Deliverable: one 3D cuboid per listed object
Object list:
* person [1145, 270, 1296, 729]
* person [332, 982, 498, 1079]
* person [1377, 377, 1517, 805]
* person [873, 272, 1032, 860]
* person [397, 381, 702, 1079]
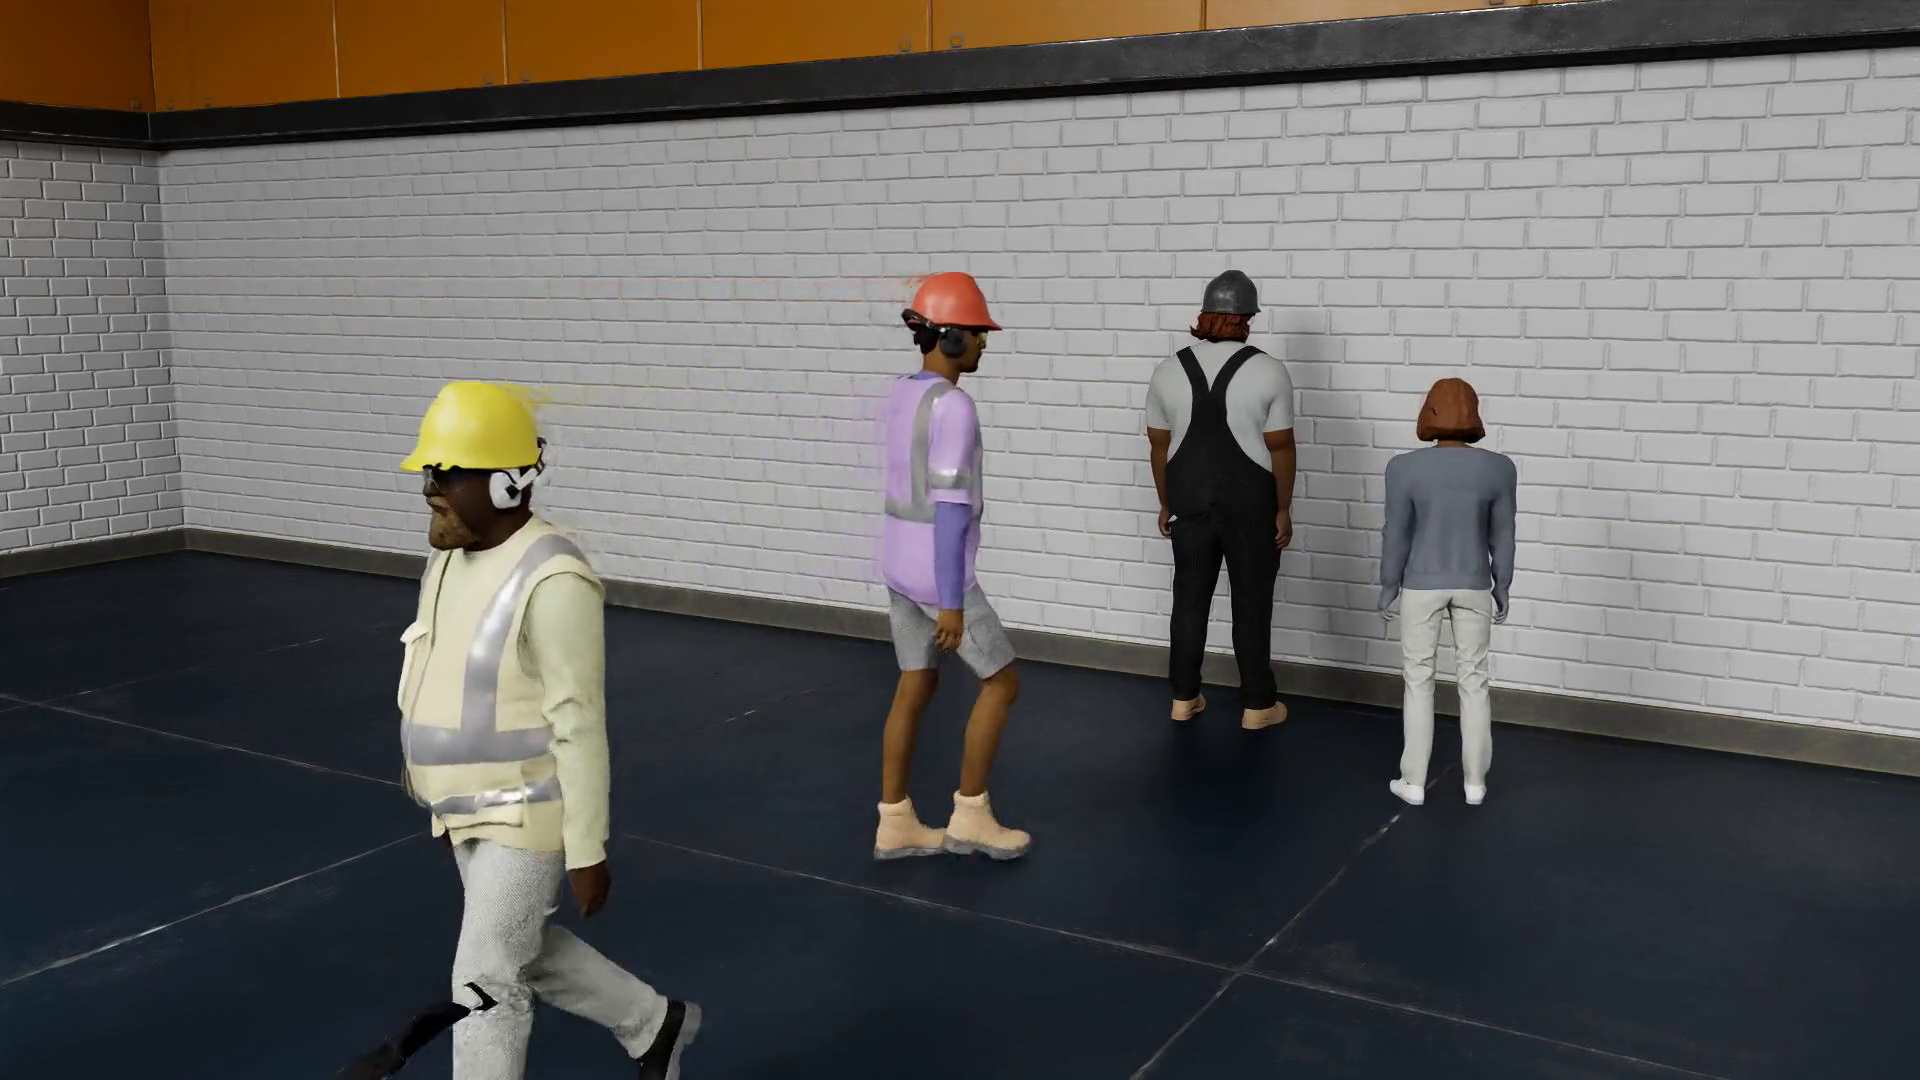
[{"bbox_3d":[1.202,-0.184,7.472,0.676,2.000,0.536,5,10,29],"label":"person"},{"bbox_3d":[-0.236,0.993,1.038,0.636,1.746,0.532,-1,9,-4],"label":"person"},{"bbox_3d":[1.849,0.200,6.339,0.507,1.631,0.268,0,9,2],"label":"person"},{"bbox_3d":[0.008,0.110,5.678,0.667,2.021,0.650,-4,10,-22],"label":"person"},{"bbox_3d":[-0.909,0.550,3.620,0.787,1.812,0.609,-7,12,-39],"label":"person"}]
